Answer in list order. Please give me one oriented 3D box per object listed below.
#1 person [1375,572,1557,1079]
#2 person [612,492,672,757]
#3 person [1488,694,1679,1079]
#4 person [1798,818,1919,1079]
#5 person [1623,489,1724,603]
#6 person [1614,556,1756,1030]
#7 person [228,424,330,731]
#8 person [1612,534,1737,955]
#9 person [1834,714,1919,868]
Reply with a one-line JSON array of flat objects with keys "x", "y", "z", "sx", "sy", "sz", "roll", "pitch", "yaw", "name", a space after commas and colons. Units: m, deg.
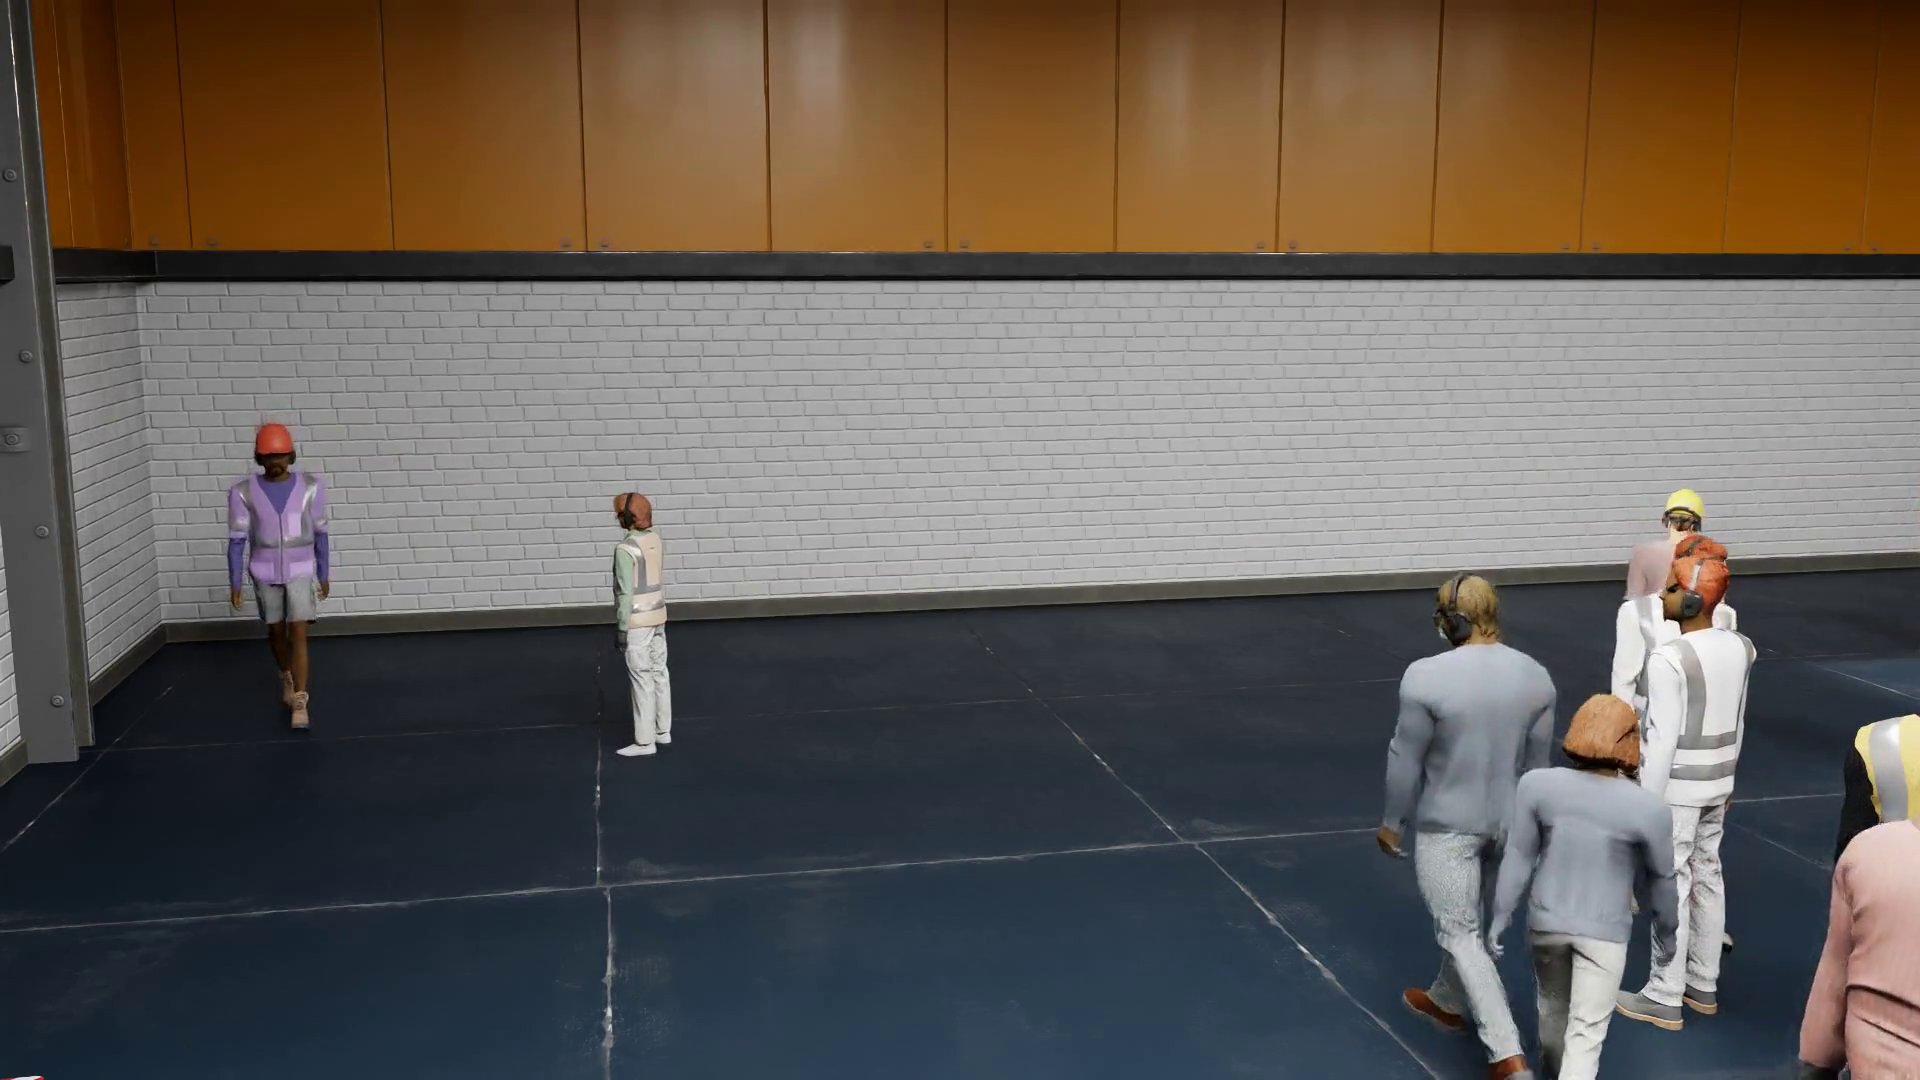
[{"x": 1.924, "y": 1.067, "z": 6.163, "sx": 0.617, "sy": 1.898, "sz": 0.954, "roll": -3, "pitch": 10, "yaw": -20, "name": "person"}, {"x": -1.965, "y": 0.517, "z": 10.252, "sx": 0.312, "sy": 1.636, "sz": 0.521, "roll": 3, "pitch": 10, "yaw": 17, "name": "person"}, {"x": 2.113, "y": 1.301, "z": 5.603, "sx": 0.536, "sy": 1.590, "sz": 0.832, "roll": 7, "pitch": 12, "yaw": 37, "name": "person"}, {"x": 2.539, "y": 1.400, "z": 4.241, "sx": 0.976, "sy": 1.841, "sz": 0.656, "roll": -3, "pitch": 10, "yaw": -16, "name": "person"}, {"x": 4.127, "y": 0.562, "z": 9.664, "sx": 0.538, "sy": 1.729, "sz": 0.784, "roll": 4, "pitch": 10, "yaw": 22, "name": "person"}, {"x": 2.872, "y": 0.994, "z": 6.597, "sx": 0.584, "sy": 1.882, "sz": 0.344, "roll": -6, "pitch": 11, "yaw": -32, "name": "person"}, {"x": -4.524, "y": 0.211, "z": 11.089, "sx": 0.622, "sy": 1.989, "sz": 1.077, "roll": -4, "pitch": 10, "yaw": -20, "name": "person"}, {"x": 3.179, "y": 0.889, "z": 7.417, "sx": 0.595, "sy": 1.817, "sz": 0.993, "roll": 0, "pitch": 9, "yaw": 0, "name": "person"}, {"x": 3.172, "y": 1.215, "z": 5.380, "sx": 0.633, "sy": 1.843, "sz": 0.429, "roll": 5, "pitch": 10, "yaw": 26, "name": "person"}]
